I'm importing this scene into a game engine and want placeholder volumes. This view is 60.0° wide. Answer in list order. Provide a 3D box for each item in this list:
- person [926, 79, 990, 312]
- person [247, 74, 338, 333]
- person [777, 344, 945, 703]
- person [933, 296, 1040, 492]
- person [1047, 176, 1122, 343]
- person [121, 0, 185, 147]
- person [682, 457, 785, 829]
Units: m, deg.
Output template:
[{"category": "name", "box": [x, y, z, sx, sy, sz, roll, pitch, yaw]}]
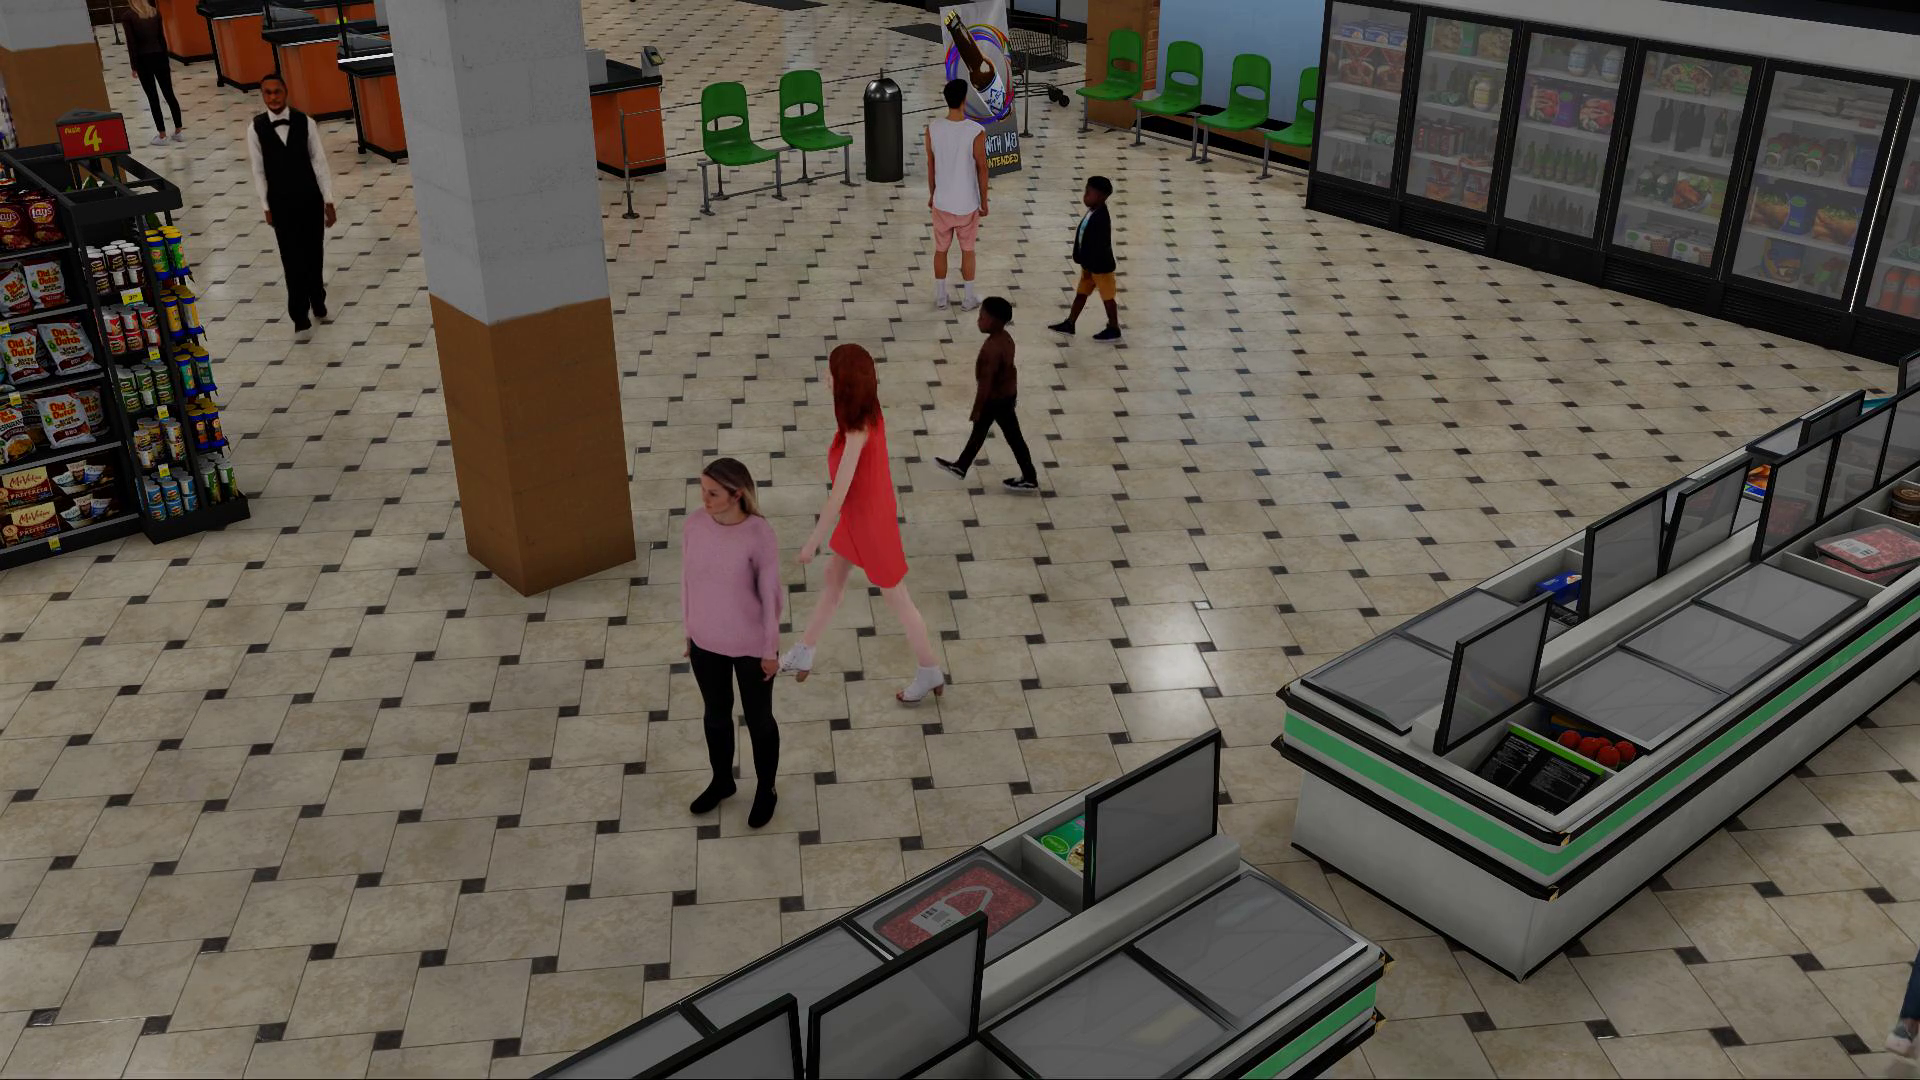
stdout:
[{"category": "person", "box": [-0.038, -2.669, 12.938, 0.734, 1.788, 0.758, 7, 28, 13]}, {"category": "person", "box": [-5.050, -2.590, 12.680, 1.115, 1.882, 0.963, -12, 29, -22]}, {"category": "person", "box": [-0.322, -0.017, 7.717, 1.187, 1.781, 1.046, -2, 27, -3]}, {"category": "person", "box": [0.293, -0.833, 9.952, 0.913, 1.215, 0.899, 5, 27, 10]}, {"category": "person", "box": [1.090, -2.076, 12.363, 0.857, 1.251, 0.711, -7, 28, -13]}, {"category": "person", "box": [-8.675, -5.112, 17.850, 0.715, 1.703, 0.544, 17, 31, 29]}, {"category": "person", "box": [-0.943, 0.412, 6.975, 0.681, 1.687, 0.689, 11, 29, 20]}]
